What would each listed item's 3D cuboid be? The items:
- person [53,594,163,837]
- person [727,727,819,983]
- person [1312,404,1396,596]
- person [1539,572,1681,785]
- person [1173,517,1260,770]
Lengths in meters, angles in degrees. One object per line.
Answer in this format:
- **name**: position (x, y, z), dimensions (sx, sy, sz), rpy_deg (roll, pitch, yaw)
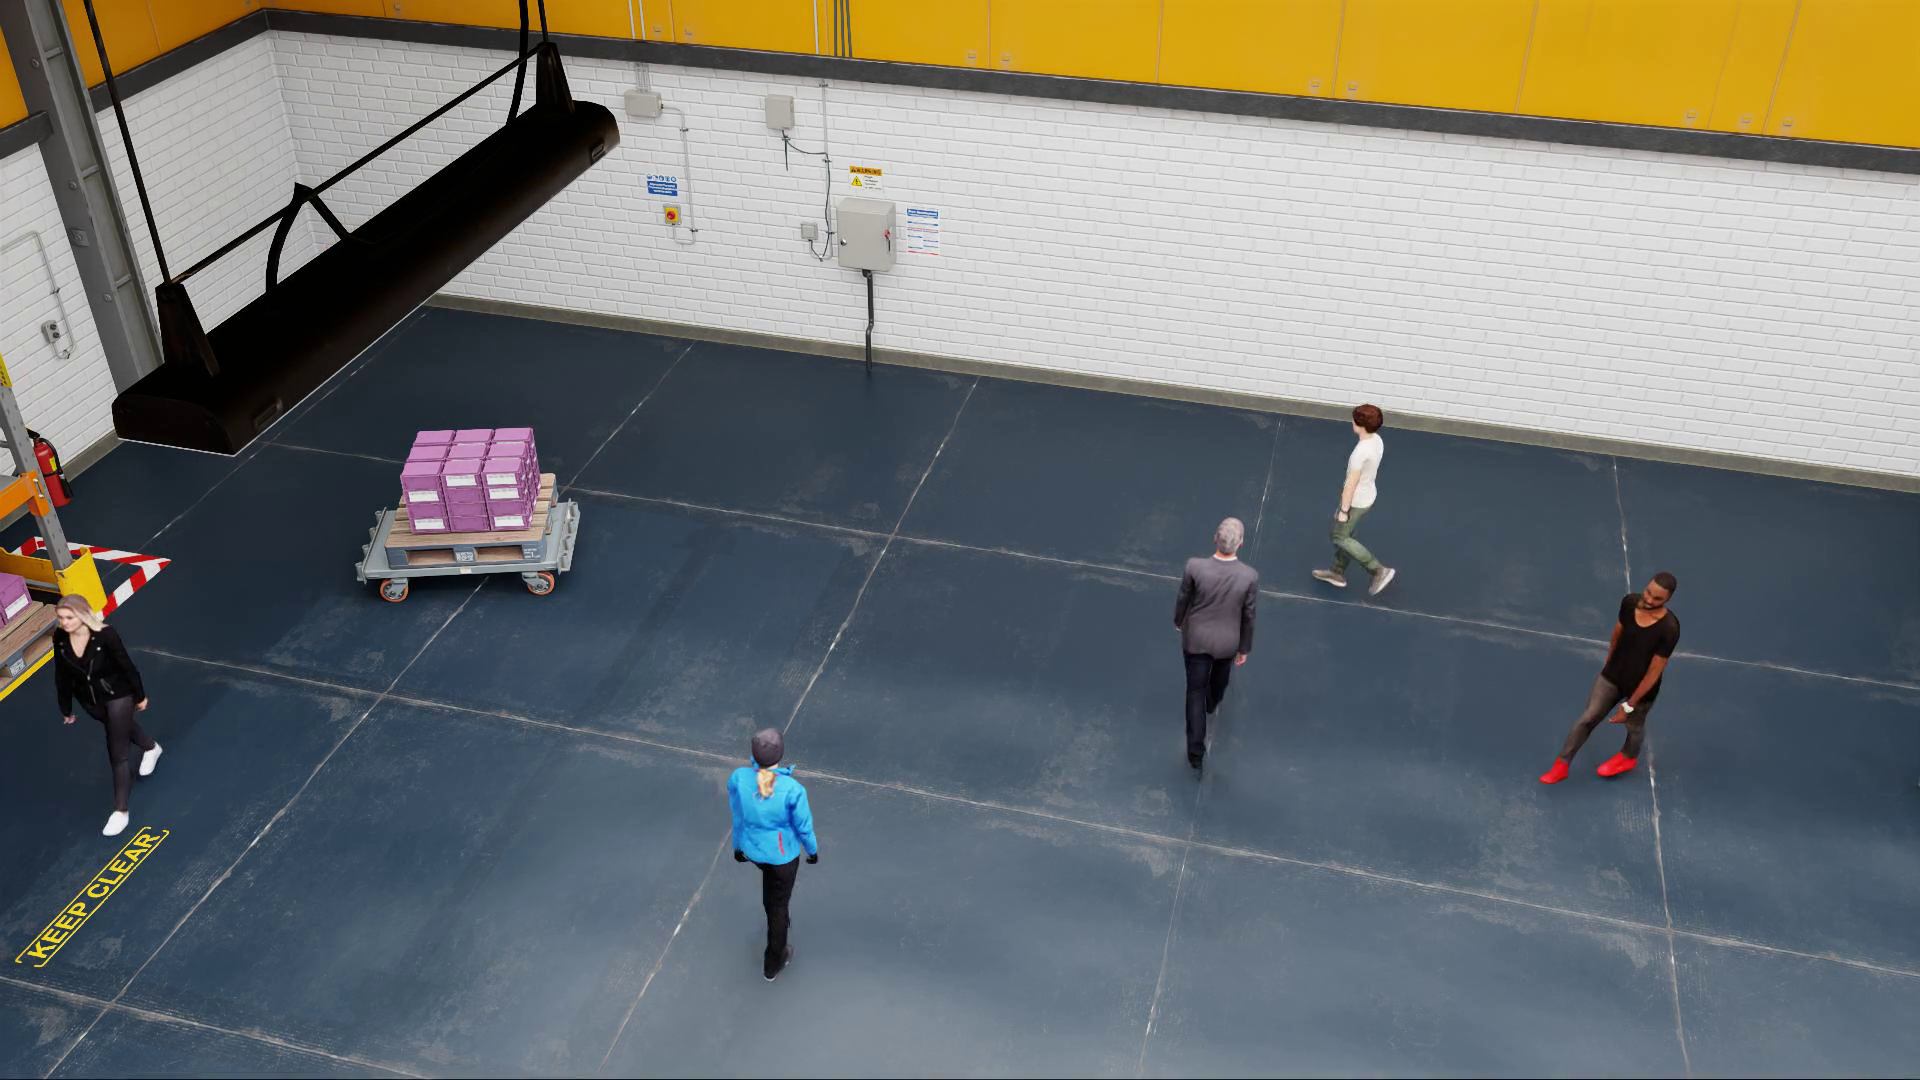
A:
- **person**: position (-5.580, 1.013, 10.955), dimensions (0.841, 1.634, 1.237), rpy_deg (0, 34, 1)
- **person**: position (-1.119, 1.859, 9.550), dimensions (0.659, 1.780, 0.724), rpy_deg (11, 35, 17)
- **person**: position (3.146, -0.278, 12.890), dimensions (0.785, 1.642, 0.900), rpy_deg (18, 38, 25)
- **person**: position (4.506, 0.919, 10.975), dimensions (1.122, 1.769, 1.050), rpy_deg (-17, 37, -24)
- **person**: position (1.701, 0.719, 11.256), dimensions (0.856, 1.791, 1.295), rpy_deg (2, 34, 3)
